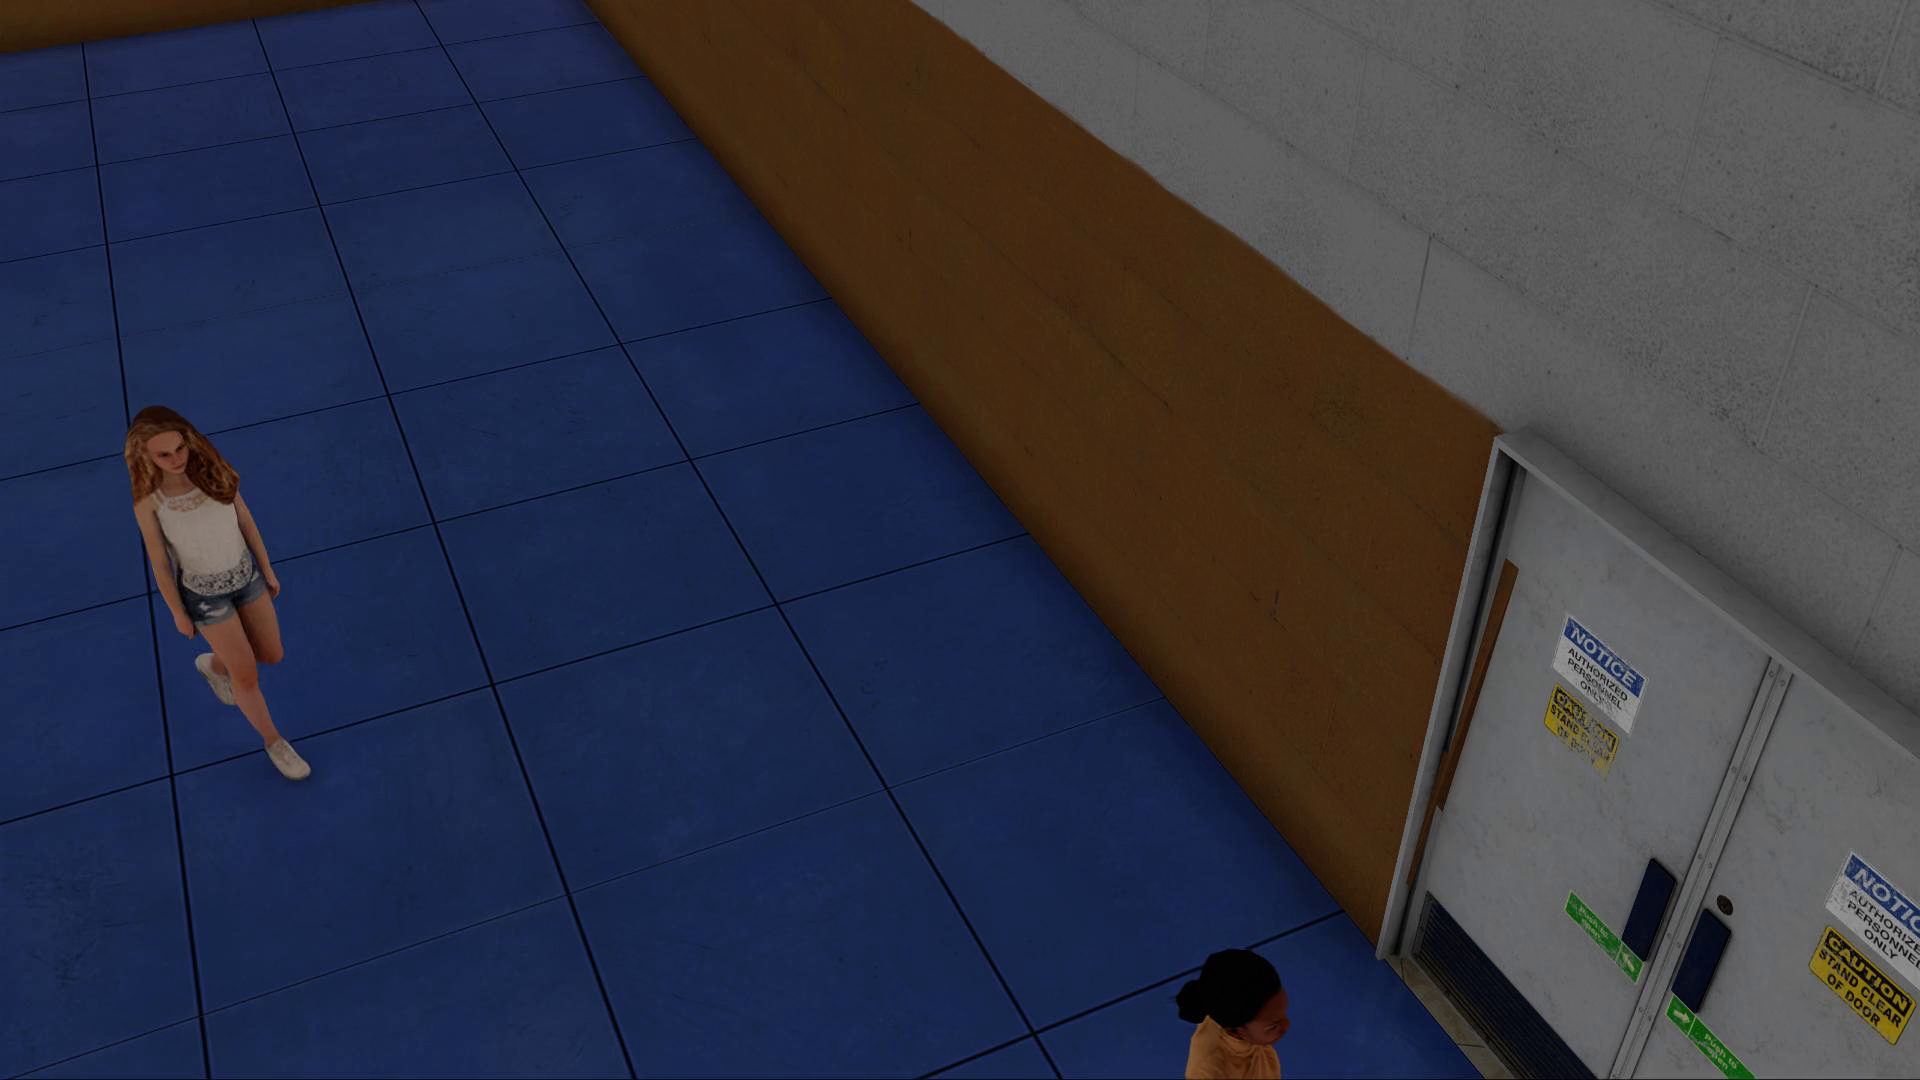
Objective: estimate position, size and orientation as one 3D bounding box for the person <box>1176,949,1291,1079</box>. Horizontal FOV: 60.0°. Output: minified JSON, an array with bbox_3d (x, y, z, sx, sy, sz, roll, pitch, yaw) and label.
[{"bbox_3d":[0.691,1.698,4.577,0.730,1.659,0.686,9,38,12],"label":"person"}]

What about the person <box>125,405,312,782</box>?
[{"bbox_3d":[-2.955,0.177,6.534,0.903,1.742,0.942,24,43,28],"label":"person"}]
